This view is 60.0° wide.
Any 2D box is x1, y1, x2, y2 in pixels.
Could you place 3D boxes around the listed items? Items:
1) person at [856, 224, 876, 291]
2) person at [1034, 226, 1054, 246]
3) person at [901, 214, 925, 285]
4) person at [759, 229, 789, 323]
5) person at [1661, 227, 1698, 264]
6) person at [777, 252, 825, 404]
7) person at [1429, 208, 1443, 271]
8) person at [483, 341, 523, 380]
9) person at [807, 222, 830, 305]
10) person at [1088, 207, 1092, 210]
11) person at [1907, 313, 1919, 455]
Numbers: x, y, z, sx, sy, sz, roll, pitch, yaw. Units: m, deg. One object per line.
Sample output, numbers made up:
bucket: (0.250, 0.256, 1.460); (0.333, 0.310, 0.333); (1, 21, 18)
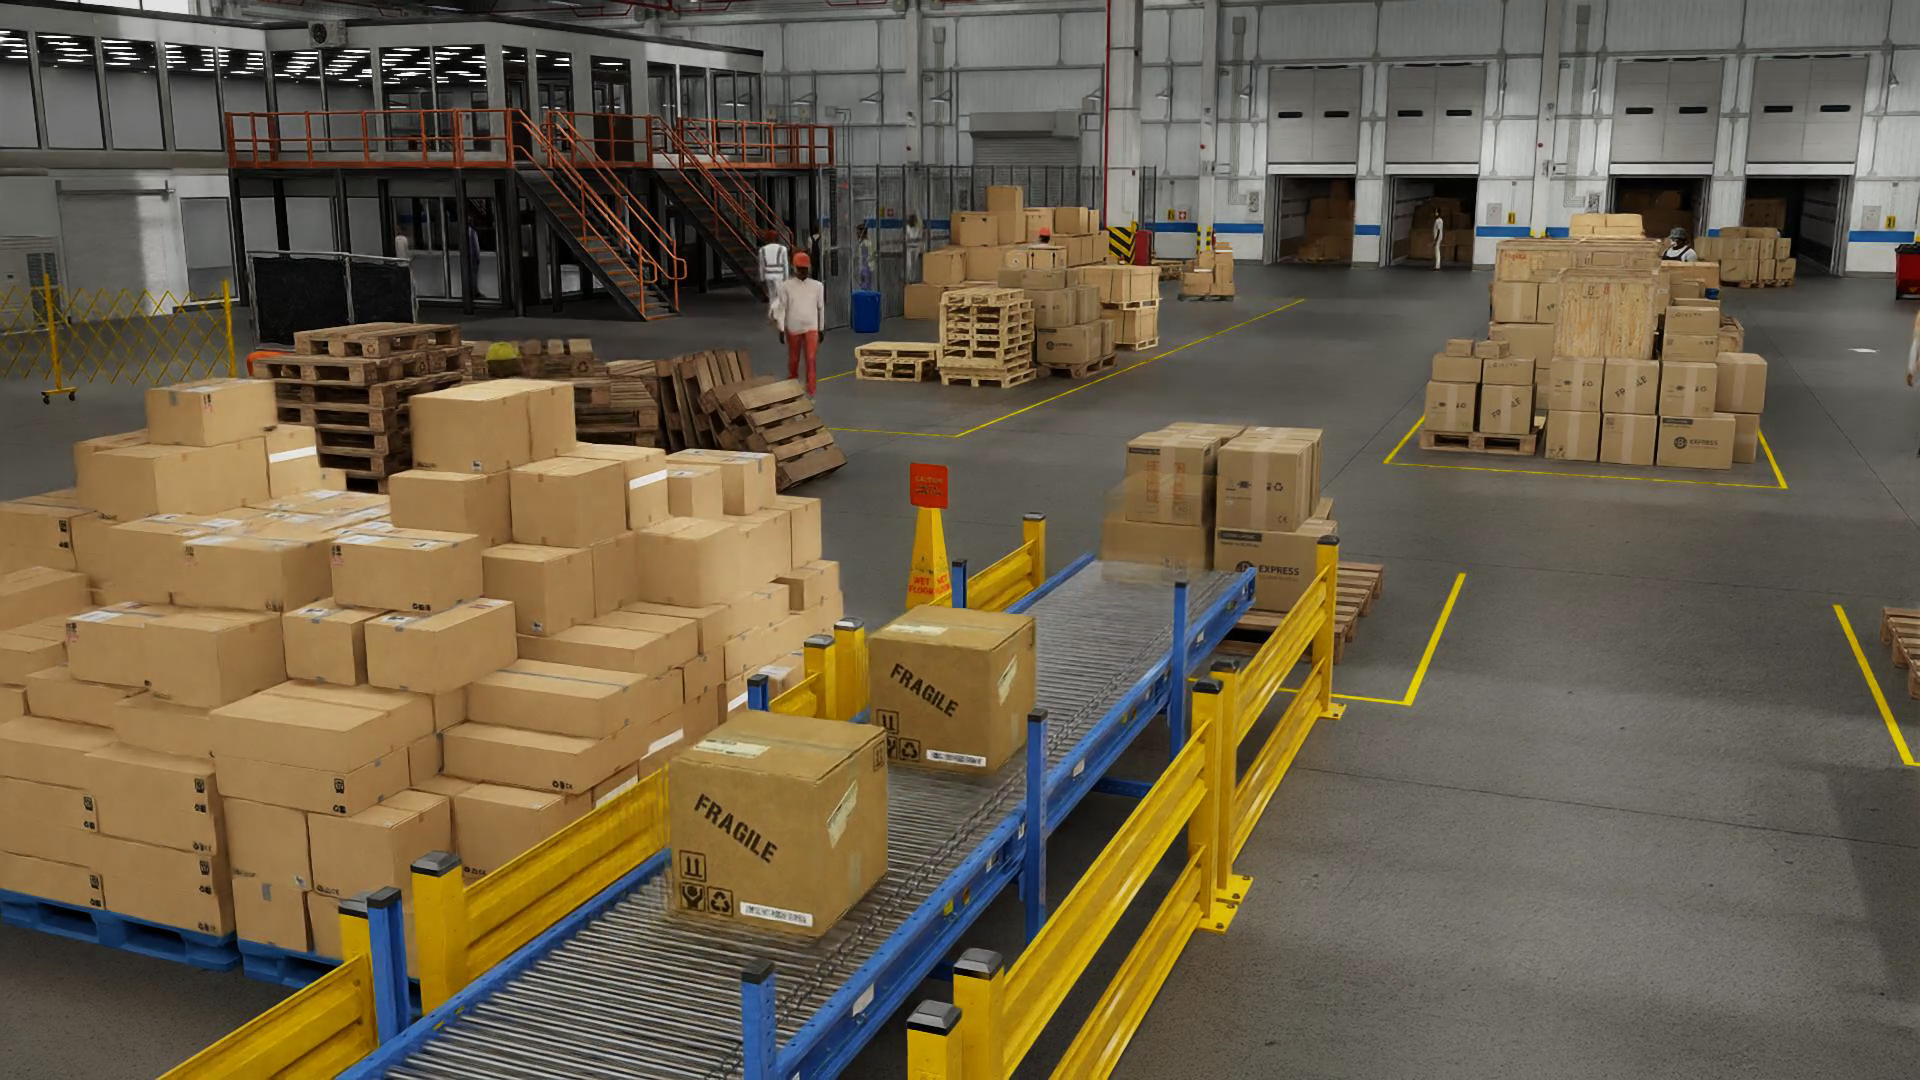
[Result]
person: (-1.921, -5.471, 33.927); (0.397, 1.911, 0.587); (1, 13, 3)
person: (1.619, -5.204, 32.721); (0.554, 1.919, 0.804); (10, 16, 38)
person: (-1.186, -7.480, 43.029); (0.620, 1.861, 0.689); (-4, 13, -19)
person: (-3.662, -5.157, 32.619); (0.590, 1.863, 0.674); (4, 13, 17)
person: (12.302, -4.377, 28.720); (0.537, 2.000, 0.682); (-7, 14, -28)
person: (-2.097, -2.801, 21.851); (0.630, 1.959, 0.986); (-3, 13, -13)
person: (14.230, -8.955, 49.654); (0.328, 1.865, 0.520); (5, 13, 21)
person: (-3.515, -0.716, 13.090); (0.942, 1.691, 0.481); (0, 13, 1)
person: (-3.174, -6.194, 37.319); (0.508, 1.841, 0.336); (5, 13, 20)
person: (3.744, -8.616, 47.966); (0.399, 1.939, 0.602); (-7, 14, -30)
person: (10.412, -1.832, 17.672); (0.568, 1.889, 1.006); (12, 17, 42)
